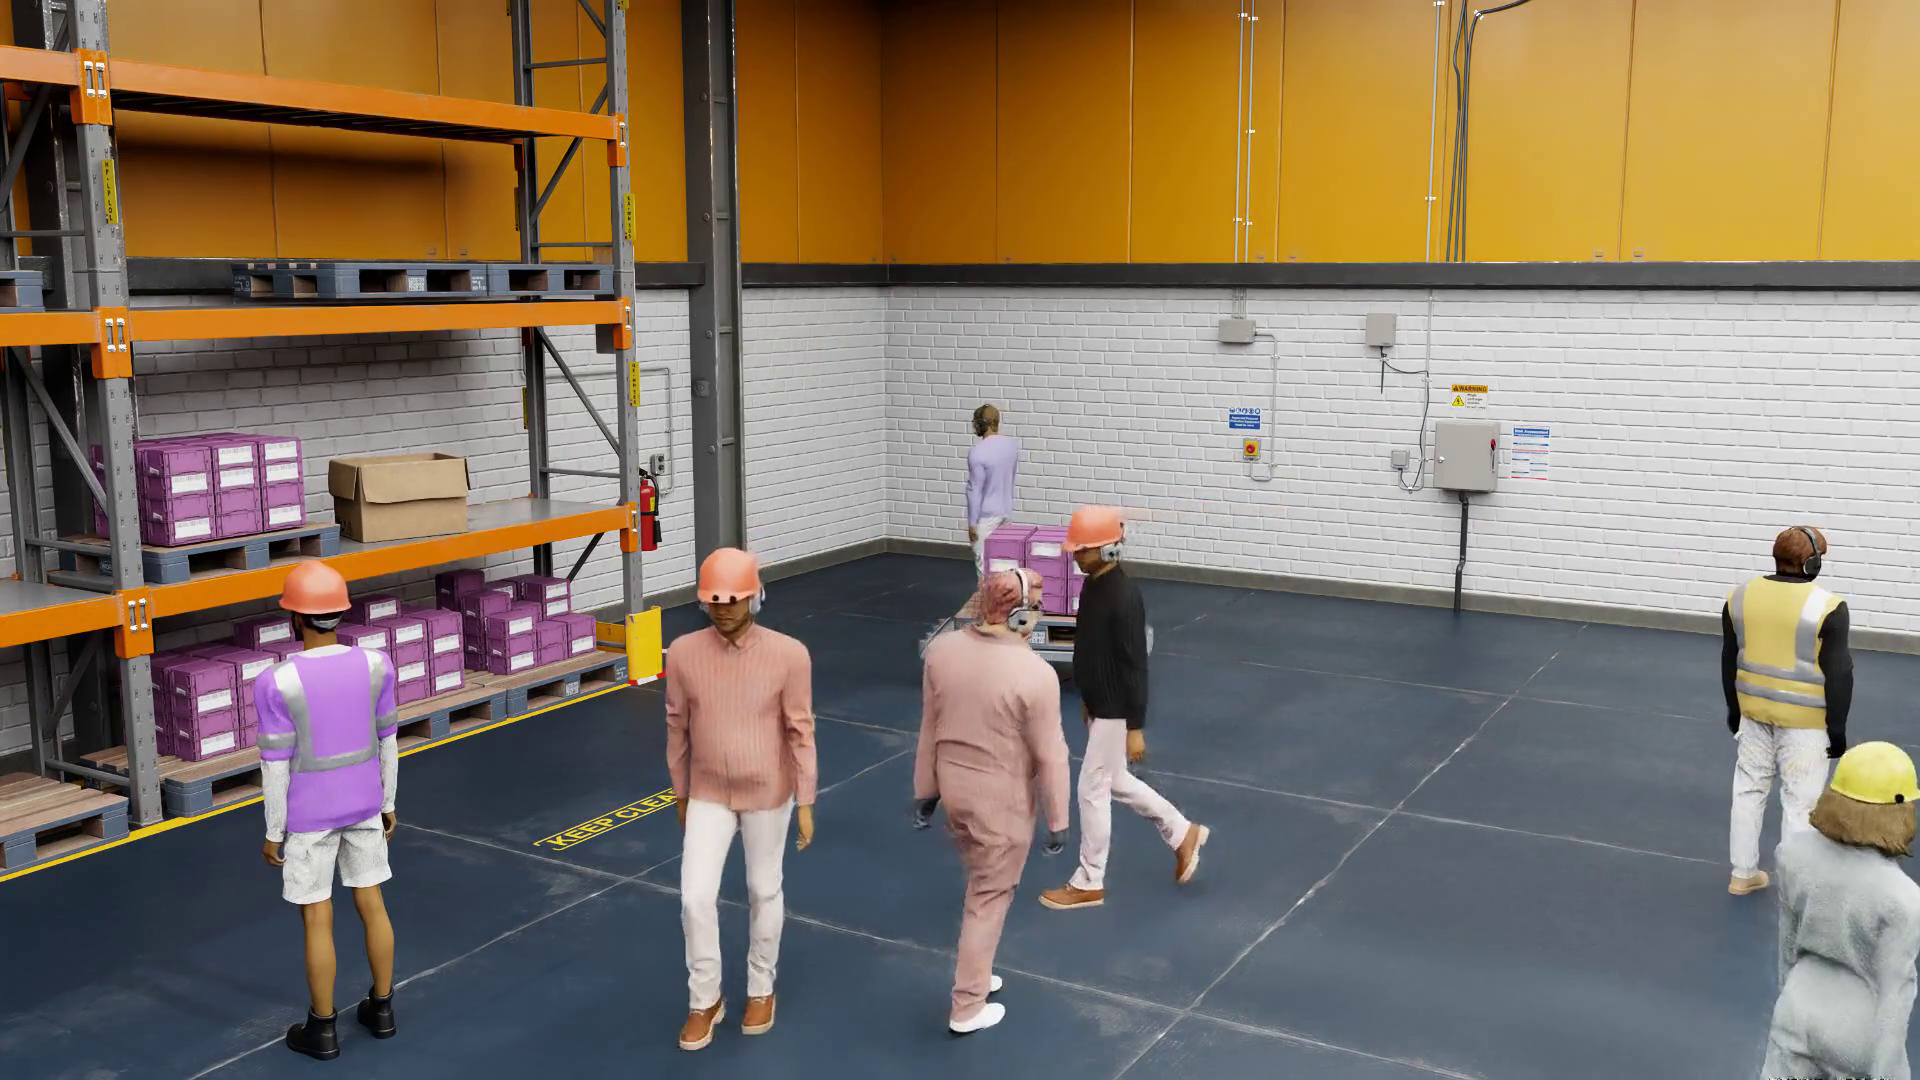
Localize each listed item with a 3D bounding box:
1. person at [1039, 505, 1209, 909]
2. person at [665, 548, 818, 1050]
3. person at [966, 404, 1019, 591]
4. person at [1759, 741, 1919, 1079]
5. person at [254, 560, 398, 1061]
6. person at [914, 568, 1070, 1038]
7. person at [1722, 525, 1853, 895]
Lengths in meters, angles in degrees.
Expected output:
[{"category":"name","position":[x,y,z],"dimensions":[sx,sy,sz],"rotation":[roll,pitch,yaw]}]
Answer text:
[{"category":"person","position":[0.818,0.790,7.989],"dimensions":[0.825,1.958,0.669],"rotation":[-2,9,-12]},{"category":"person","position":[-0.865,1.014,6.496],"dimensions":[0.625,1.974,0.651],"rotation":[0,9,2]},{"category":"person","position":[0.248,-0.194,14.185],"dimensions":[0.389,1.933,0.625],"rotation":[7,11,37]},{"category":"person","position":[2.510,1.411,4.814],"dimensions":[0.831,1.713,0.485],"rotation":[-4,10,-26]},{"category":"person","position":[-2.447,1.037,6.454],"dimensions":[0.352,1.942,0.546],"rotation":[9,13,43]},{"category":"person","position":[0.176,1.032,6.660],"dimensions":[0.680,1.881,0.636],"rotation":[8,12,42]},{"category":"person","position":[3.965,0.844,7.972],"dimensions":[0.430,1.845,0.619],"rotation":[-5,11,-31]}]
